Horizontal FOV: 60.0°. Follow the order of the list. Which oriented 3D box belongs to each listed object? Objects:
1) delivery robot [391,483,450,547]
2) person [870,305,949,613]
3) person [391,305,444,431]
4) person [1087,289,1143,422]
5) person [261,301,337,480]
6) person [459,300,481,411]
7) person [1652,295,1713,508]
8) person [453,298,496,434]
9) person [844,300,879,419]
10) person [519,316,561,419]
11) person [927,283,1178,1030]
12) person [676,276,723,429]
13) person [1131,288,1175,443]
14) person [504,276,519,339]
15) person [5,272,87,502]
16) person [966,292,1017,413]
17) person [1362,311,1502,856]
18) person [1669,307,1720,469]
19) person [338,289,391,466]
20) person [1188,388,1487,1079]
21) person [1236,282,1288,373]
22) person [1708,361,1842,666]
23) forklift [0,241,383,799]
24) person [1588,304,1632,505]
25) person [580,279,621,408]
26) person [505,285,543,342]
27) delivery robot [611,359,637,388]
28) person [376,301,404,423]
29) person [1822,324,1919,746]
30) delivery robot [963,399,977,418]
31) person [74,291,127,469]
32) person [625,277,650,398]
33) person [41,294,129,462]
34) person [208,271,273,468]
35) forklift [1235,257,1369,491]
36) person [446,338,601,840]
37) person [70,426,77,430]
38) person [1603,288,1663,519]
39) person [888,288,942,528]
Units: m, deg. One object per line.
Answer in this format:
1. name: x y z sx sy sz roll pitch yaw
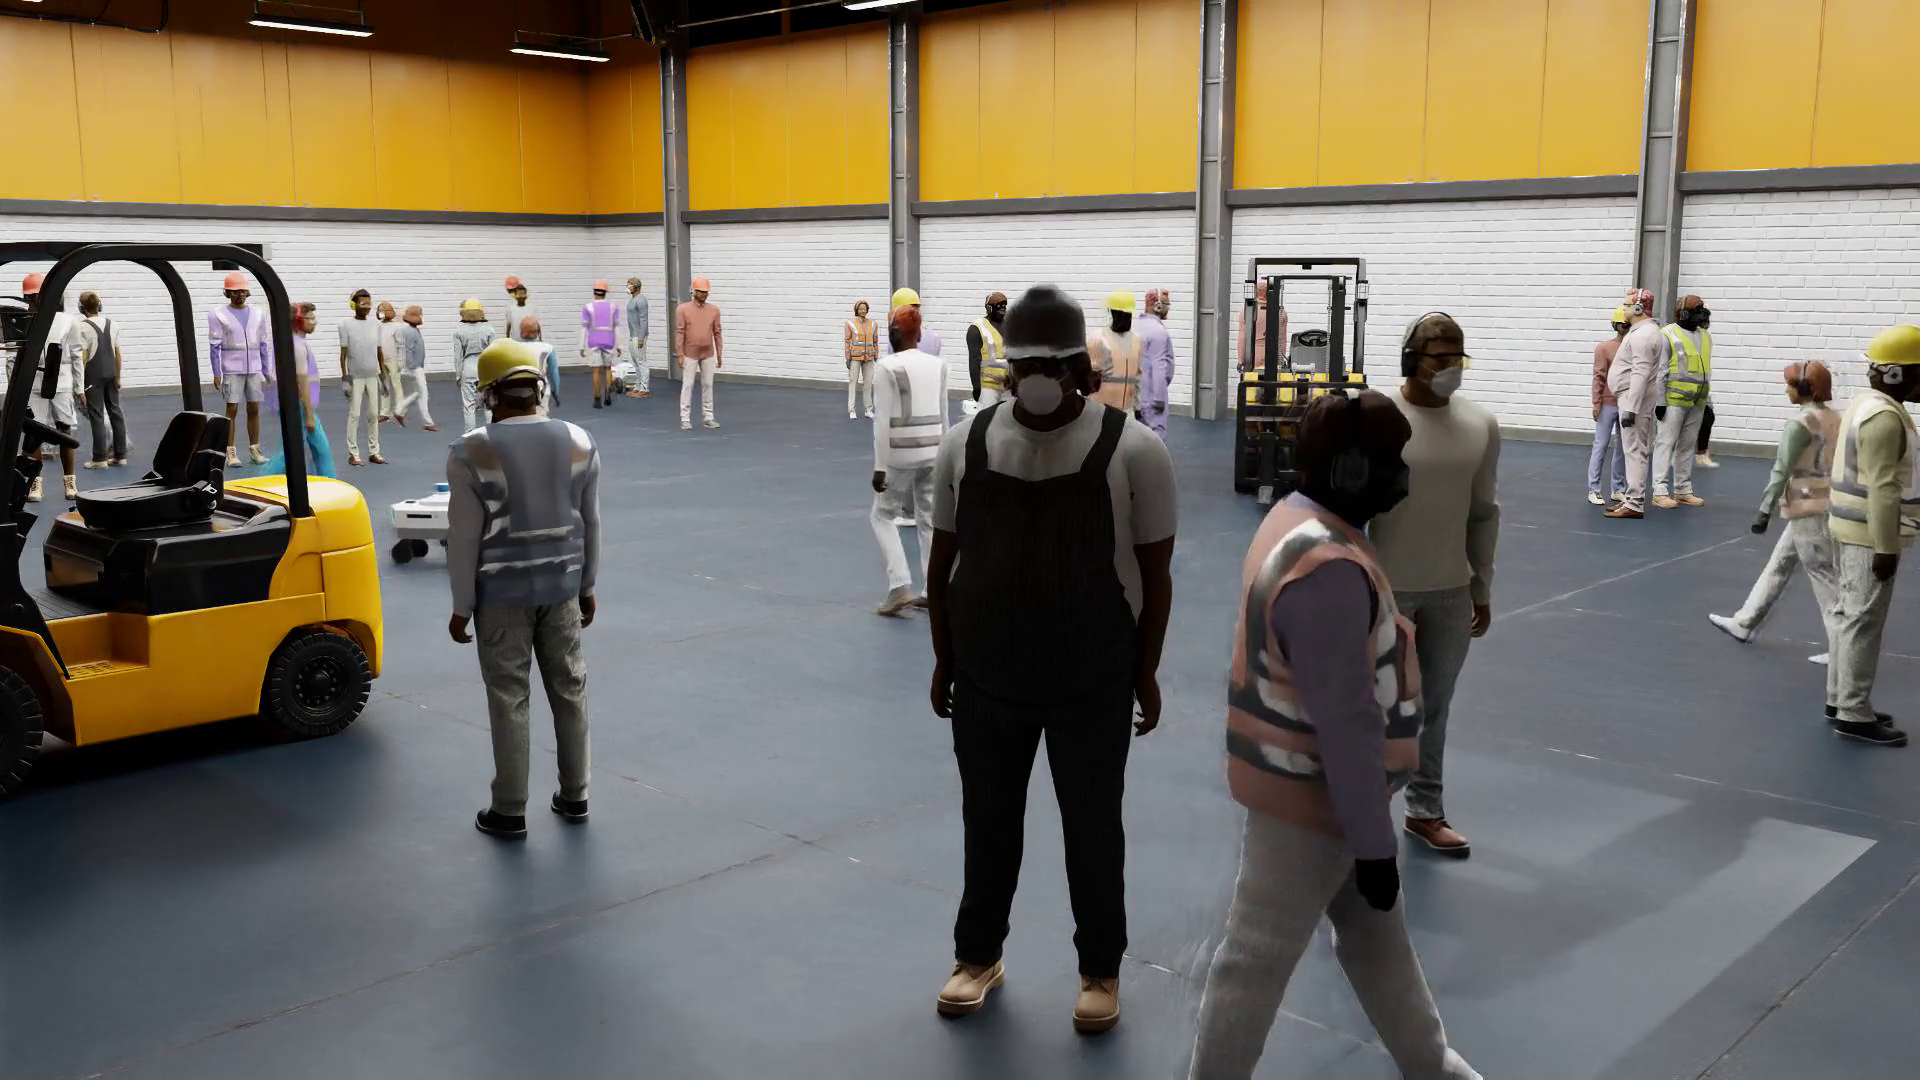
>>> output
1. delivery robot: -3.631 -0.160 11.747 0.707 0.478 0.477 1 9 7
2. person: -0.291 -0.470 9.989 0.602 1.857 0.446 -9 13 -43
3. person: -6.948 -2.183 21.195 0.644 1.618 0.517 -1 9 -7
4. person: 1.284 -1.166 14.065 0.591 1.912 0.561 -6 11 -34
5. person: -5.575 -1.090 13.927 0.929 1.808 0.581 -5 10 -26
6. person: -7.168 -2.700 24.352 0.340 1.628 0.530 4 10 22
7. person: 6.301 -1.203 14.492 0.625 1.847 0.429 -4 10 -25
8. person: -5.515 -1.882 18.986 0.483 1.735 0.311 -2 10 -14
9. person: -1.362 -2.493 23.022 0.517 1.641 0.308 -5 10 -27
10. person: -4.299 -1.444 16.718 0.532 1.600 0.856 -1 9 -8
11. person: 0.218 0.324 4.525 0.690 2.000 0.538 3 10 16
12. person: -3.358 -2.409 21.498 0.628 1.981 0.439 -5 10 -28
13. person: 1.776 -1.363 15.320 0.399 1.901 0.654 -3 10 -17
14. person: -8.230 -3.922 30.855 0.510 1.944 0.710 -5 10 -28
15. person: -8.125 -1.353 14.804 0.614 2.041 0.393 -5 11 -29
16. person: 0.364 -1.544 16.589 0.625 1.844 0.429 -8 12 -39
17. person: 1.580 0.176 5.792 0.629 1.932 0.383 -3 10 -16
18. person: 7.581 -1.542 17.076 0.540 1.673 0.630 -6 11 -34
19. person: -6.279 -1.716 17.573 0.321 1.868 0.543 8 12 41
20. person: 0.929 0.572 3.706 0.918 1.804 0.659 2 9 10
21. person: 3.763 -2.267 20.825 0.641 1.908 0.408 -2 9 -10
22. person: 4.414 -0.150 8.803 0.533 1.582 0.866 -9 13 -43
23. forklift: -3.706 -0.171 7.093 1.214 2.155 2.313 9 13 43
24. person: 5.797 -1.184 14.611 0.533 1.767 0.327 -3 10 -15
25. person: -5.358 -2.918 24.757 0.581 1.918 0.423 -4 10 -21
26. person: -6.627 -2.965 25.356 0.543 1.819 0.955 -3 10 -20
27. delivery robot: -5.604 -2.789 27.872 0.477 0.478 0.707 -5 11 -30
28. person: -7.719 -2.394 22.431 0.497 1.636 0.286 3 10 18
29. person: 4.048 -0.030 7.330 0.403 1.830 0.598 4 10 22
30. delivery robot: 0.392 -1.644 20.852 0.707 0.478 0.477 0 9 3
31. person: -8.925 -1.648 17.236 0.343 1.840 0.507 5 10 27
32. person: -5.212 -3.268 26.861 0.357 1.938 0.638 -4 10 -24
33. person: -9.565 -1.772 17.914 1.028 1.878 0.638 -3 10 -18
34. person: -7.514 -1.781 17.422 0.383 2.041 0.616 8 12 41
35. forklift: 3.309 -1.629 16.029 1.214 2.155 2.313 2 9 11
36. person: -1.595 0.179 6.082 0.586 1.823 0.403 -8 12 -39
37. person: -11.569 -2.323 21.149 0.392 1.914 0.588 1 9 3
38. person: 5.600 -1.131 13.855 0.408 1.909 0.638 4 10 25
39. person: -0.398 -1.057 13.370 0.382 1.917 0.585 7 12 38
